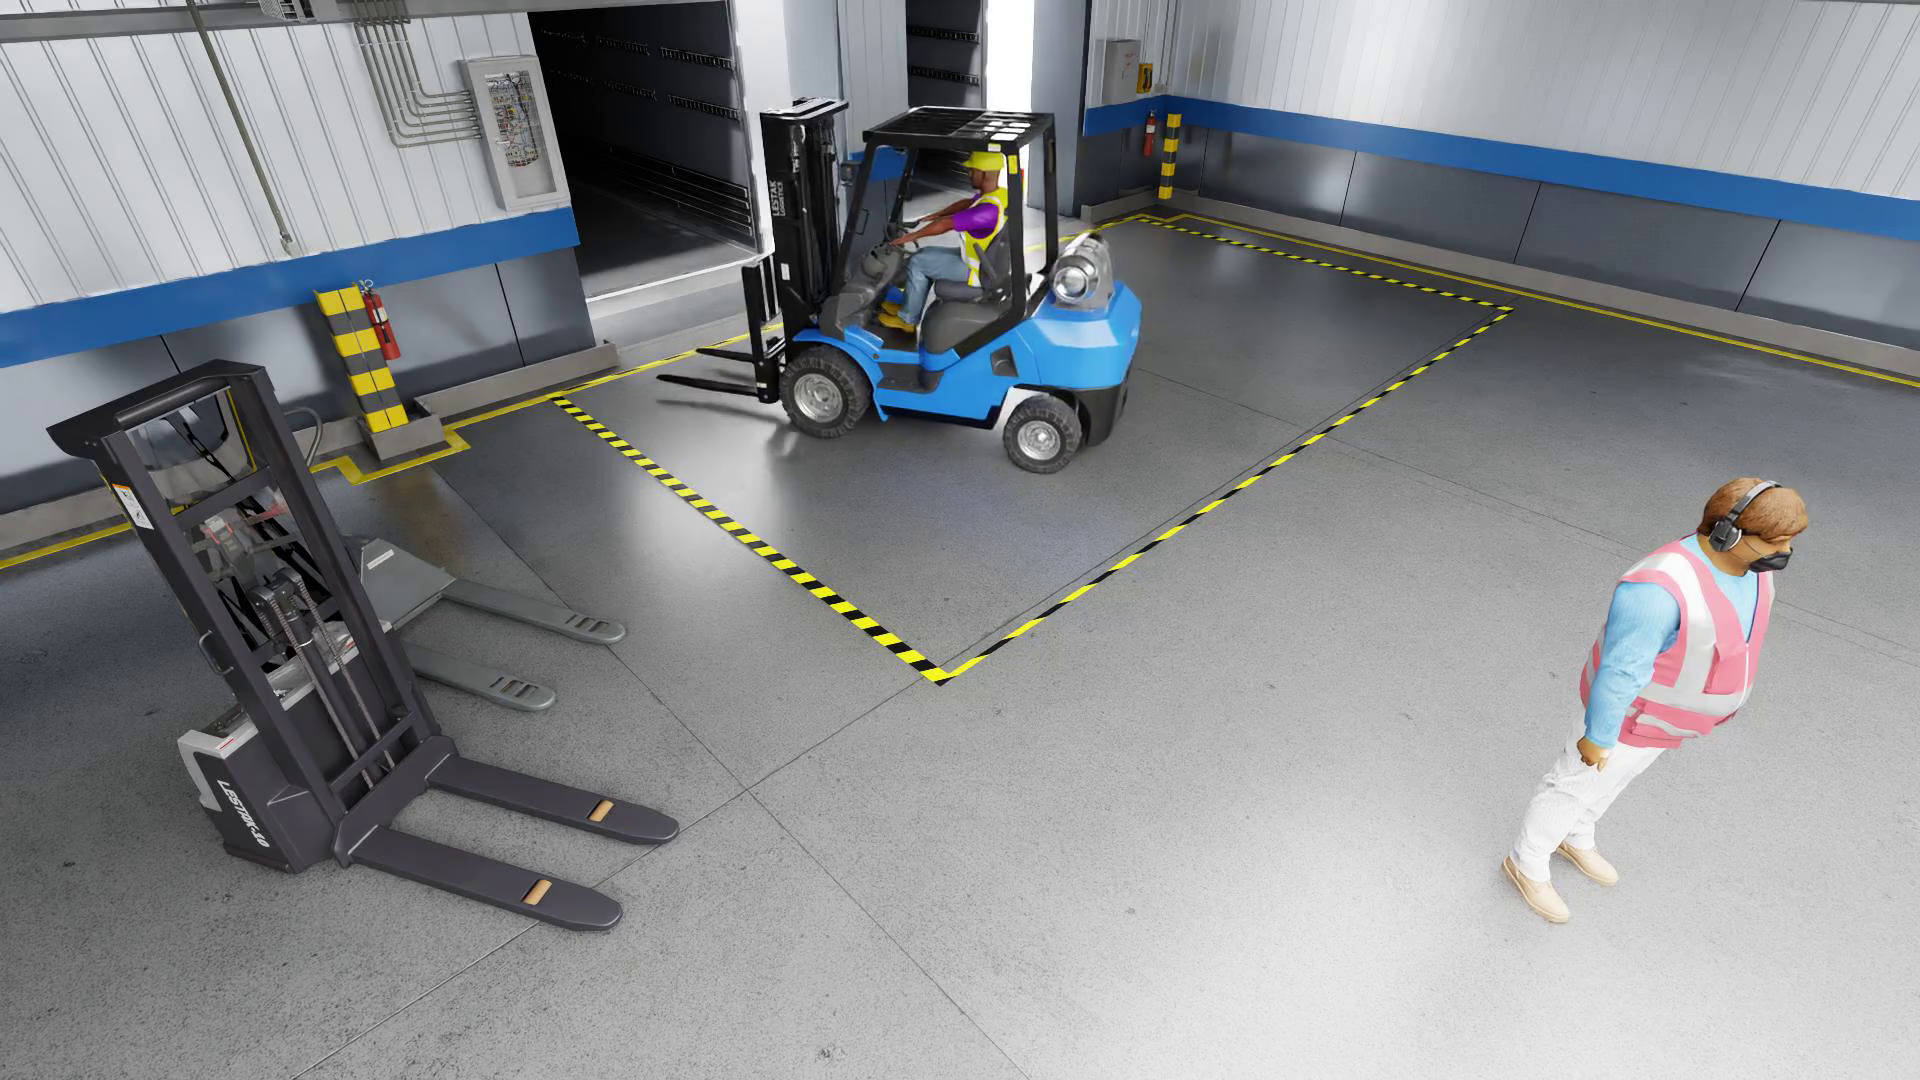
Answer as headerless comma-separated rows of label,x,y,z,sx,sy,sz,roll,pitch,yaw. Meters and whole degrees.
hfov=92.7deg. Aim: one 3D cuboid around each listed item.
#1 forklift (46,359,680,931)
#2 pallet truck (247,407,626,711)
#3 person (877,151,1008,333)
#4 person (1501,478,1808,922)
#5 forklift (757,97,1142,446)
forklift,-2.135,0.422,3.354,1.885,1.965,0.823,10,35,14
pallet truck,-2.628,0.038,4.590,1.601,1.201,0.680,12,36,18
person,-0.133,-2.091,6.400,1.004,1.294,0.635,10,36,14
person,2.417,0.600,3.230,0.626,1.844,0.429,-17,38,-23
forklift,-0.079,-1.922,6.484,2.680,2.036,1.157,10,36,14
